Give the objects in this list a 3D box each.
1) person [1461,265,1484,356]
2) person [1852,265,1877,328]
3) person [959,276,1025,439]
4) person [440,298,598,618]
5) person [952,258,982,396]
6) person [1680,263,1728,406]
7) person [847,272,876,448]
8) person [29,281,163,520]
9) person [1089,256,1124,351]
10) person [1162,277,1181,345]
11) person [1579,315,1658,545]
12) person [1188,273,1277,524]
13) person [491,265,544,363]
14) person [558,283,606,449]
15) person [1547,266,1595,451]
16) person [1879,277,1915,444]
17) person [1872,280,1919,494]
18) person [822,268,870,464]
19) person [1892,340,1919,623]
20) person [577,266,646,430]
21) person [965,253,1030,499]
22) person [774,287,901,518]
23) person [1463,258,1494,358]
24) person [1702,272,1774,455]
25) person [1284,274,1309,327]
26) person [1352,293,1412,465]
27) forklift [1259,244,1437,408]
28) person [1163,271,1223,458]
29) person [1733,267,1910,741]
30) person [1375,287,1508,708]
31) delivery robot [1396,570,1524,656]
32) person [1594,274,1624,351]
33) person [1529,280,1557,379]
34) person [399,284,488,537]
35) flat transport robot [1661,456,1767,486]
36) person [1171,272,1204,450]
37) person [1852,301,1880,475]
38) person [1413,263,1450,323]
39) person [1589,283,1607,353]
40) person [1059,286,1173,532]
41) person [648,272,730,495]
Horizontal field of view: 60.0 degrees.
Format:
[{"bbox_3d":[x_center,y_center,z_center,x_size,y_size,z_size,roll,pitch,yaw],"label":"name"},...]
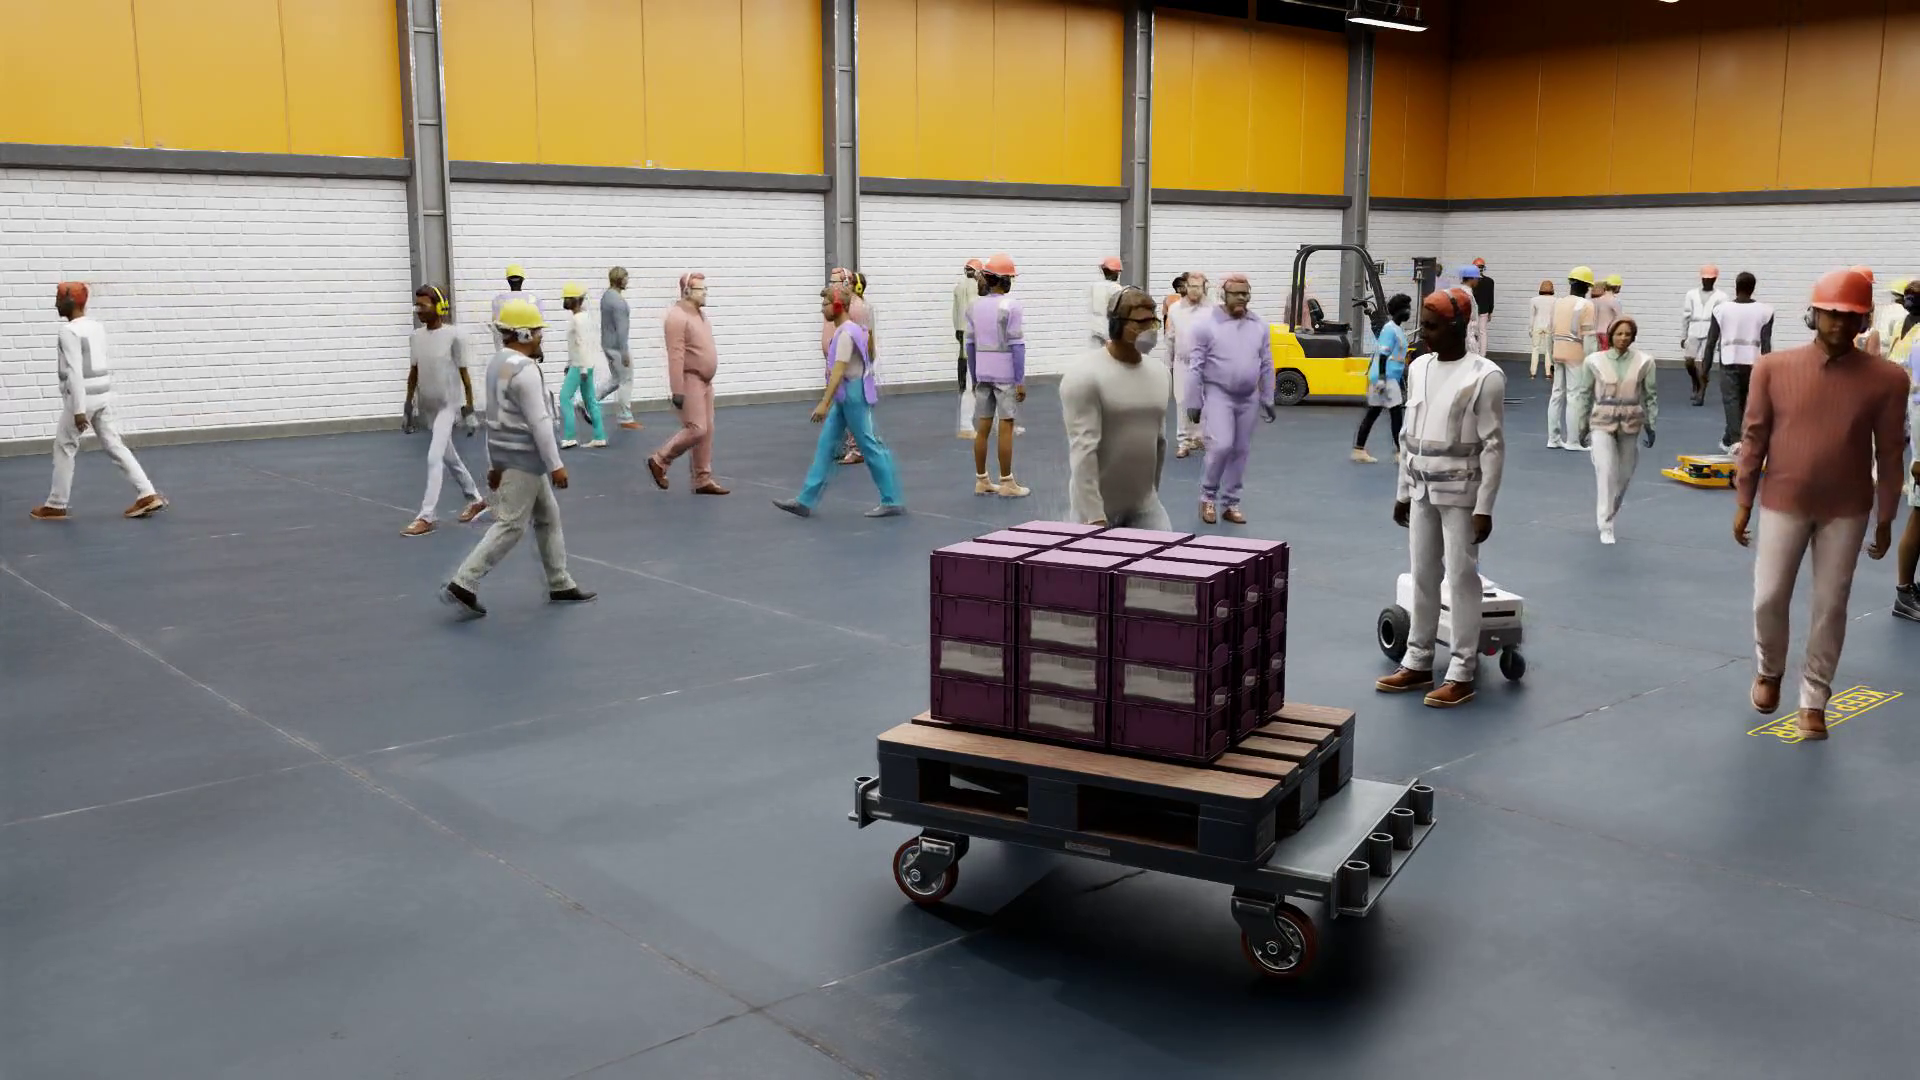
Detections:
[{"bbox_3d":[7.230,-2.970,23.764,0.998,1.894,0.619,1,10,8],"label":"person"},{"bbox_3d":[8.676,-1.700,16.192,0.354,1.939,0.544,-3,10,-15],"label":"person"},{"bbox_3d":[0.366,-2.008,18.362,0.835,1.810,0.642,2,10,11],"label":"person"},{"bbox_3d":[-2.535,-0.464,9.396,0.894,1.804,0.579,-5,11,-28],"label":"person"},{"bbox_3d":[0.180,-3.045,23.926,0.613,1.986,0.404,8,12,38],"label":"person"},{"bbox_3d":[10.062,-2.770,22.495,0.577,1.922,0.486,7,12,36],"label":"person"},{"bbox_3d":[-1.102,-1.871,17.451,0.515,1.851,0.553,-3,10,-19],"label":"person"},{"bbox_3d":[-6.661,-1.059,12.748,0.988,1.842,0.584,0,10,1],"label":"person"},{"bbox_3d":[1.976,-2.795,22.350,0.463,2.022,0.628,-8,13,-39],"label":"person"},{"bbox_3d":[3.509,-3.392,26.834,0.532,1.690,0.322,5,11,28],"label":"person"},{"bbox_3d":[4.709,-0.807,11.943,0.524,1.616,0.757,2,10,10],"label":"person"},{"bbox_3d":[2.068,-1.052,12.550,0.651,1.890,0.443,-3,10,-19],"label":"person"},{"bbox_3d":[-5.195,-2.270,19.589,0.585,1.918,0.377,-3,10,-16],"label":"person"},{"bbox_3d":[-4.063,-1.815,17.449,0.690,1.745,0.539,-1,10,-7],"label":"person"},{"bbox_3d":[6.378,-1.883,17.333,0.398,1.914,0.589,-4,11,-24],"label":"person"},{"bbox_3d":[9.975,-1.907,17.794,0.772,1.811,0.595,1,10,8],"label":"person"},{"bbox_3d":[7.975,-1.280,14.061,0.673,1.821,0.662,-1,10,-6],"label":"person"},{"bbox_3d":[-1.152,-1.696,16.263,0.408,1.908,0.645,-7,12,-34],"label":"person"},{"bbox_3d":[5.466,-0.508,9.206,0.552,1.939,0.352,-6,11,-32],"label":"person"},{"bbox_3d":[-4.039,-2.201,19.214,0.682,1.918,0.636,-5,11,-26],"label":"person"},{"bbox_3d":[0.323,-1.367,13.934,0.604,2.044,0.375,9,13,42],"label":"person"},{"bbox_3d":[-0.916,-1.045,12.812,1.002,1.783,0.582,-2,10,-13],"label":"person"},{"bbox_3d":[9.696,-4.287,31.204,0.617,1.990,0.402,-1,10,-4],"label":"person"},{"bbox_3d":[7.916,-1.783,16.905,0.604,1.868,1.037,2,10,12],"label":"person"},{"bbox_3d":[5.323,-3.356,26.429,0.398,1.740,0.550,-6,11,-30],"label":"person"},{"bbox_3d":[4.195,-1.552,16.114,0.766,1.655,0.546,3,10,16],"label":"person"},{"bbox_3d":[5.256,-2.933,22.661,2.313,2.155,1.214,3,10,16],"label":"forklift"},{"bbox_3d":[2.401,-1.772,16.779,0.691,1.883,0.554,5,11,26],"label":"person"},{"bbox_3d":[3.590,-0.147,6.970,0.631,1.975,0.464,4,11,24],"label":"person"},{"bbox_3d":[2.186,-0.191,7.511,0.362,1.886,0.575,-5,11,-26],"label":"person"},{"bbox_3d":[2.439,0.320,8.135,0.477,0.478,0.707,-2,10,-14],"label":"delivery robot"},{"bbox_3d":[9.636,-3.056,24.680,0.390,1.750,0.530,-1,10,-7],"label":"person"},{"bbox_3d":[9.655,-3.474,27.496,0.494,1.624,0.280,3,10,19],"label":"person"},{"bbox_3d":[-3.854,-0.980,12.344,0.551,1.827,0.986,5,11,26],"label":"person"},{"bbox_3d":[7.078,-0.624,14.769,1.431,0.197,0.652,0,10,-2],"label":"flat transport robot"},{"bbox_3d":[2.412,-1.865,17.427,0.514,1.861,0.386,8,12,38],"label":"person"},{"bbox_3d":[8.269,-1.416,15.401,0.308,1.640,0.510,-4,10,-22],"label":"person"},{"bbox_3d":[8.954,-4.304,31.603,0.646,1.898,0.970,4,11,24],"label":"person"},{"bbox_3d":[9.976,-3.222,26.080,0.543,1.599,0.781,2,10,12],"label":"person"},{"bbox_3d":[0.735,-0.117,7.071,0.648,1.888,0.995,-7,12,-36],"label":"person"},{"bbox_3d":[-2.289,-1.312,14.045,0.589,1.890,0.663,2,10,12],"label":"person"}]
